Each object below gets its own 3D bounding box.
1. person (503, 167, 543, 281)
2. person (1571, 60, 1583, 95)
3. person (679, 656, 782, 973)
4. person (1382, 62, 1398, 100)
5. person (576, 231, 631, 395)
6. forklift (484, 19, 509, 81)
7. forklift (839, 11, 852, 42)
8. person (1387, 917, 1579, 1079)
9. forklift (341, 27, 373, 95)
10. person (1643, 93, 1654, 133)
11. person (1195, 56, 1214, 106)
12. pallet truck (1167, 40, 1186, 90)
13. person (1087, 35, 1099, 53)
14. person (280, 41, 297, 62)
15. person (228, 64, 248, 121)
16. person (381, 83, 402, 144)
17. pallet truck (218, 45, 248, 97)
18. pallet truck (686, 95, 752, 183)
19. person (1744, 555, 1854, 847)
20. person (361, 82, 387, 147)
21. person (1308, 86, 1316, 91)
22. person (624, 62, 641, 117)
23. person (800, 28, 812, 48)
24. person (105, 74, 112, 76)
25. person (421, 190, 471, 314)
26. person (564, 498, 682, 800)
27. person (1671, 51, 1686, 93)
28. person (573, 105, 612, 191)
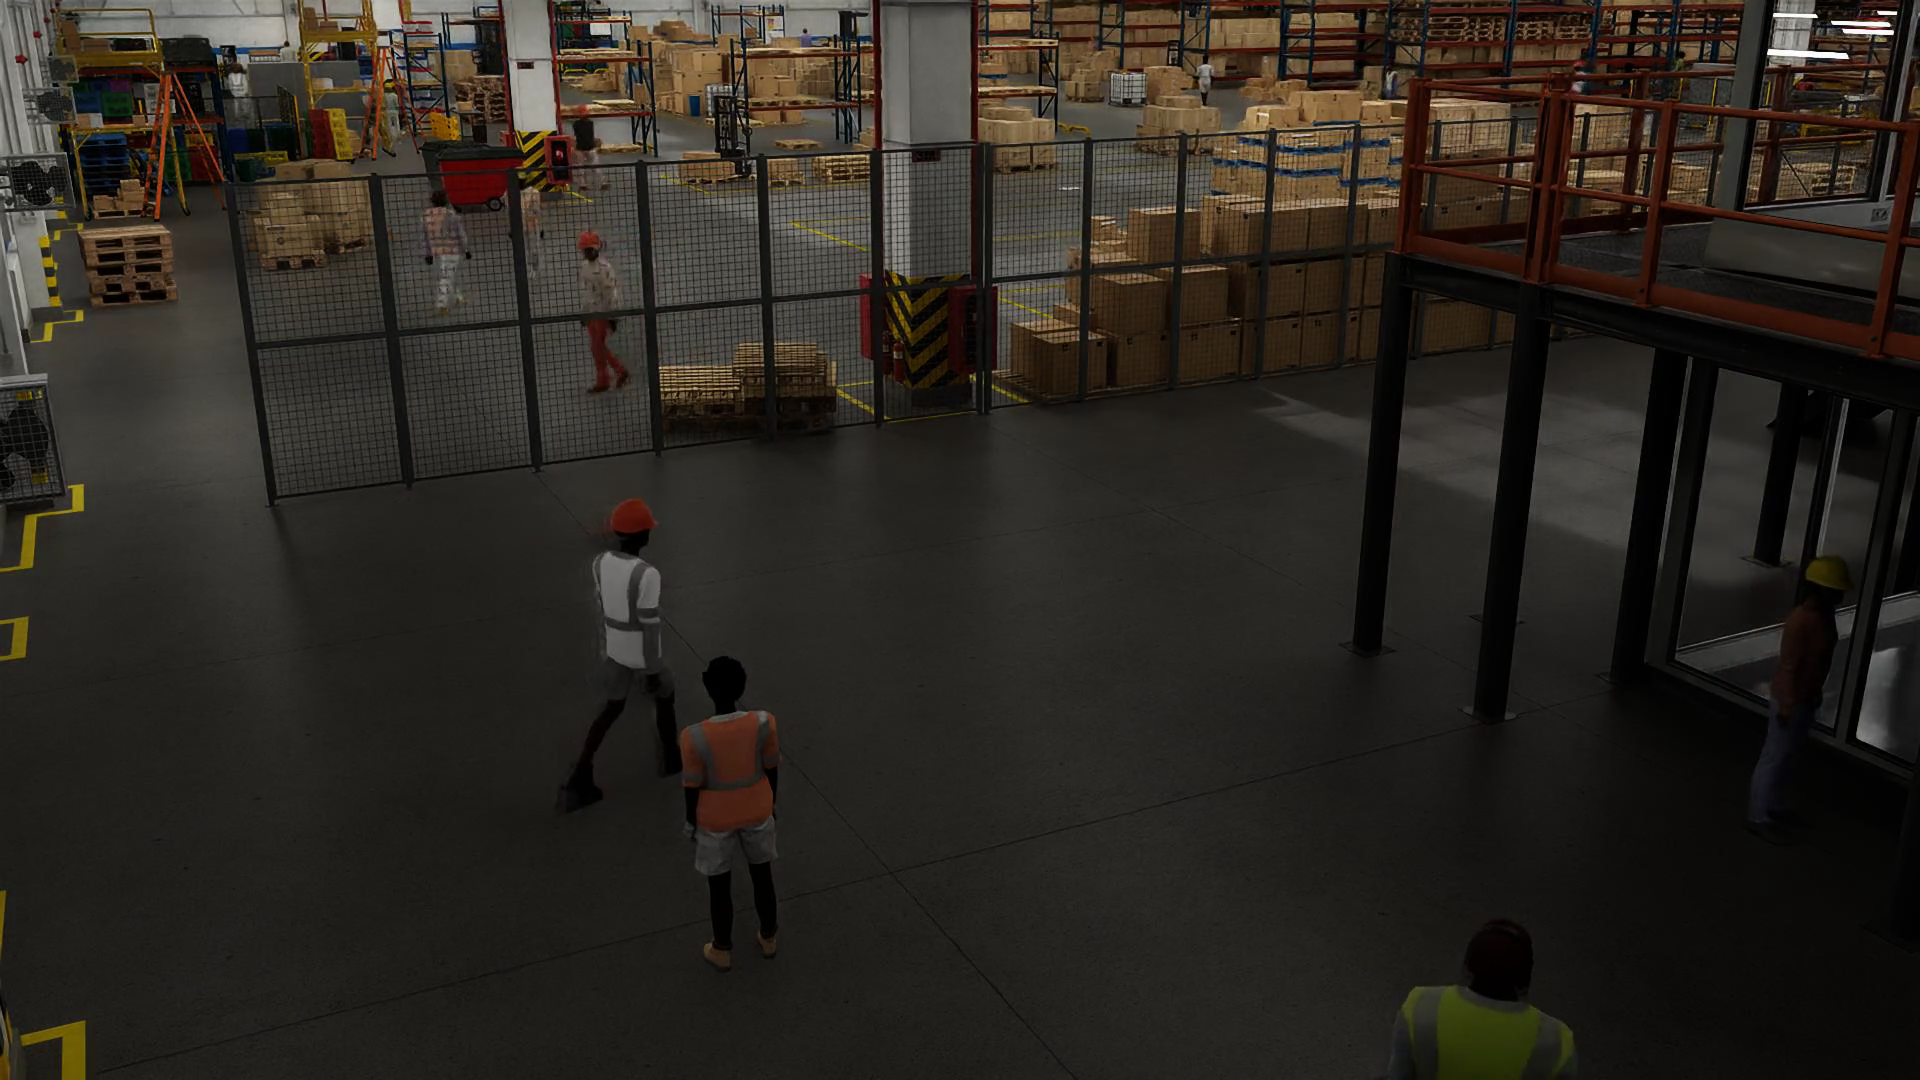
[{"bbox_3d":[-7.062,-5.112,26.990,0.595,1.894,0.851,-3,19,-7],"label":"person"},{"bbox_3d":[20.979,-15.306,56.487,0.648,1.920,0.551,0,19,-1],"label":"person"},{"bbox_3d":[-1.153,1.388,8.431,0.530,1.697,0.321,-9,21,-24],"label":"person"},{"bbox_3d":[14.504,-15.221,56.324,1.014,1.860,0.620,-3,19,-7],"label":"person"},{"bbox_3d":[-4.317,-2.696,19.856,0.457,1.980,0.623,-15,24,-37],"label":"person"},{"bbox_3d":[-19.433,-20.372,69.726,1.129,2.768,1.873,14,23,34],"label":"forklift"},{"bbox_3d":[-5.723,-25.043,83.266,1.873,2.768,1.129,-9,21,-25],"label":"forklift"},{"bbox_3d":[1.842,2.174,5.947,0.649,1.832,0.441,9,21,24],"label":"person"},{"bbox_3d":[-22.275,-17.346,60.954,1.873,2.768,1.129,-9,21,-25],"label":"forklift"},{"bbox_3d":[17.311,-10.265,41.893,0.658,1.901,0.943,-3,19,-8],"label":"person"},{"bbox_3d":[8.744,-16.360,59.558,0.626,1.917,1.018,-2,19,-5],"label":"person"},{"bbox_3d":[9.045,-19.971,69.895,0.823,1.965,1.885,-3,19,-8],"label":"pallet truck"},{"bbox_3d":[6.204,-22.814,78.310,0.673,1.877,0.732,16,25,39],"label":"person"},{"bbox_3d":[-28.541,-20.239,70.760,0.627,1.941,0.370,-9,21,-24],"label":"person"},{"bbox_3d":[-24.073,-14.919,55.484,0.573,1.833,0.989,-3,19,-10],"label":"person"},{"bbox_3d":[-16.520,-12.380,48.288,0.483,1.736,0.312,-9,21,-24],"label":"person"},{"bbox_3d":[-28.879,-18.665,66.111,0.823,1.965,1.885,-3,19,-9],"label":"pallet truck"},{"bbox_3d":[-5.836,-9.608,39.856,0.823,1.965,1.885,10,22,27],"label":"pallet truck"},{"bbox_3d":[4.915,0.917,9.698,0.533,1.765,0.330,-17,25,-40],"label":"person"},{"bbox_3d":[-16.754,-12.118,47.411,0.830,1.819,0.510,9,21,25],"label":"person"},{"bbox_3d":[10.072,-12.098,47.535,0.535,1.683,0.599,-9,21,-24],"label":"person"},{"bbox_3d":[-11.140,-15.426,56.815,0.634,1.938,0.358,-9,21,-24],"label":"person"},{"bbox_3d":[-7.872,-25.135,84.961,0.627,1.934,0.370,-9,21,-24],"label":"person"},{"bbox_3d":[-28.340,-14.819,55.532,0.541,1.615,0.649,-12,22,-31],"label":"person"},{"bbox_3d":[-7.670,-4.305,24.806,0.620,1.795,0.965,7,20,18],"label":"person"},{"bbox_3d":[-2.059,0.675,10.210,0.552,1.901,0.972,14,23,34],"label":"person"},{"bbox_3d":[29.210,-19.028,67.665,0.803,1.668,0.536,2,19,7],"label":"person"},{"bbox_3d":[-8.460,-8.911,37.916,0.979,1.935,0.599,15,24,37],"label":"person"}]
